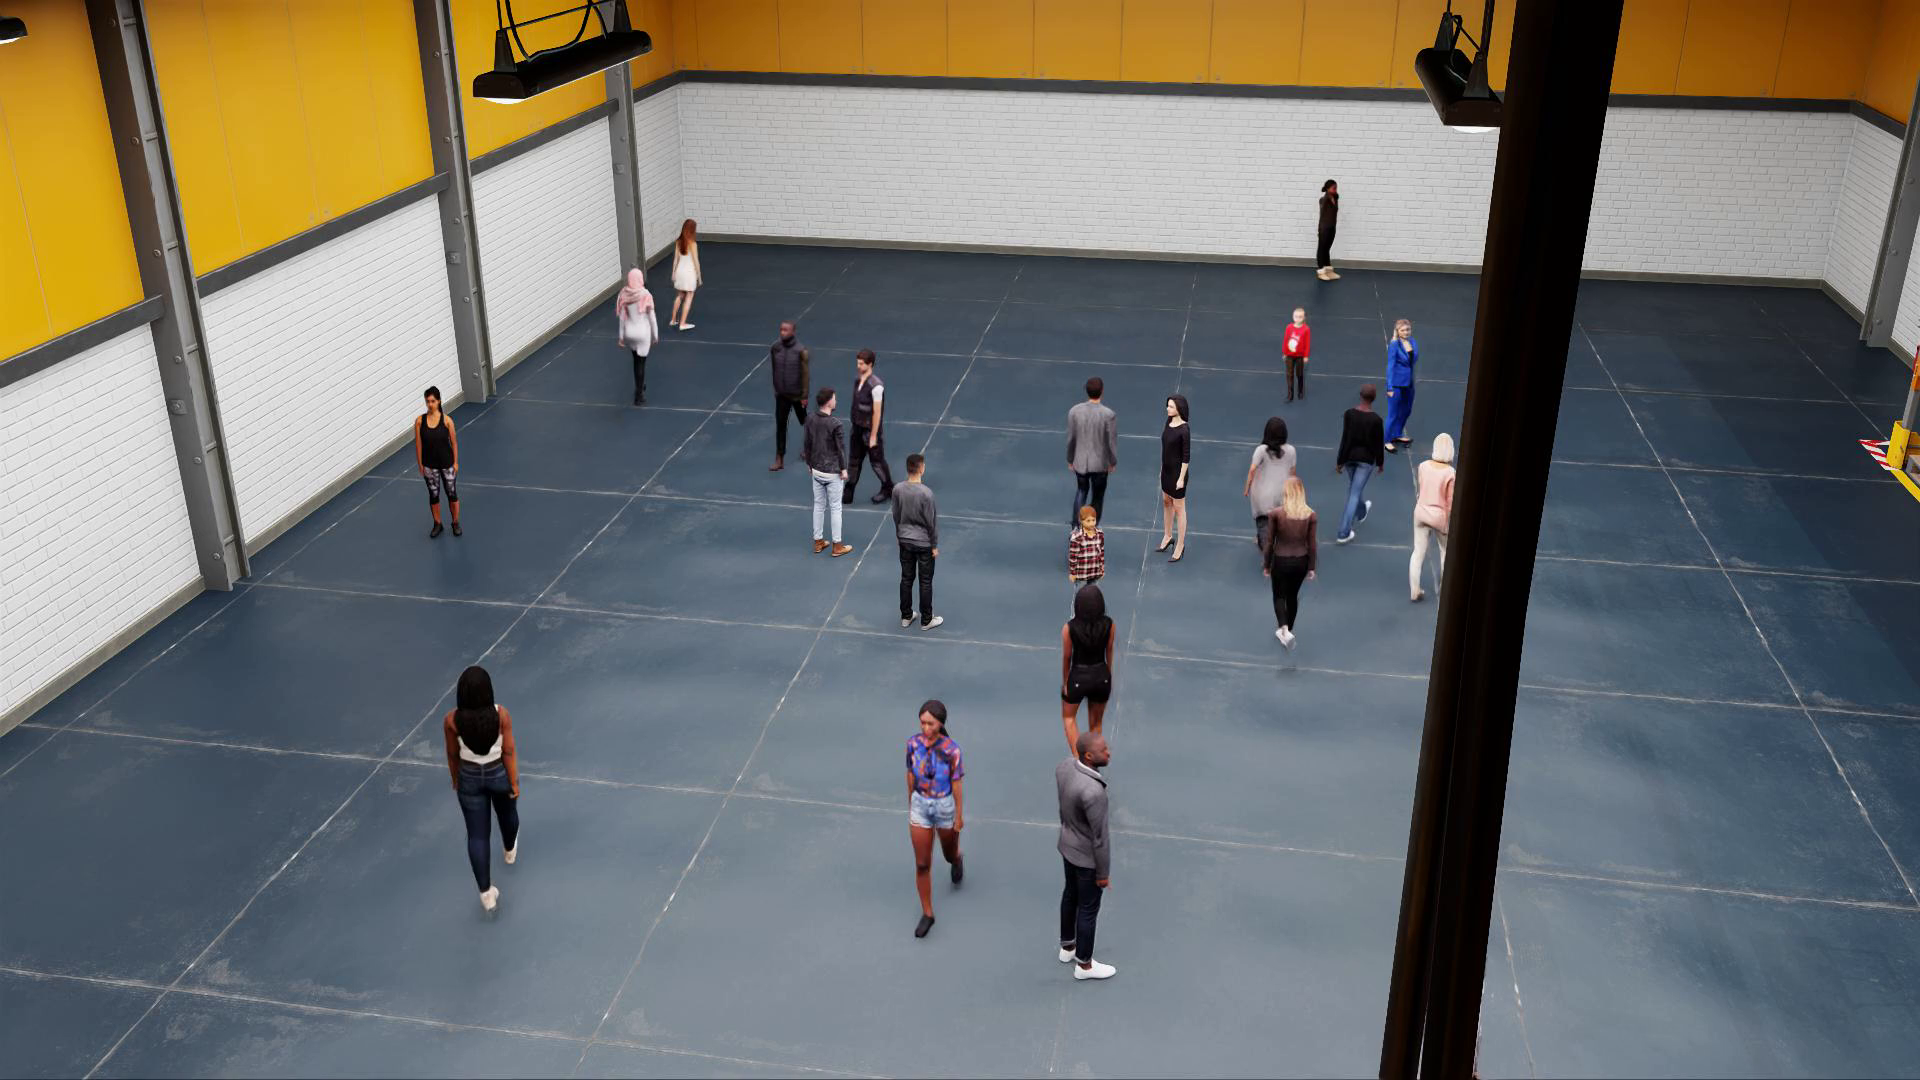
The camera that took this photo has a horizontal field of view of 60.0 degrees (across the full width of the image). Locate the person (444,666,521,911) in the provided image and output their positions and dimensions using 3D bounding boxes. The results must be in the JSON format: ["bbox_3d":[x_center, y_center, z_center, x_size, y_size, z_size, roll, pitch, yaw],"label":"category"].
[{"bbox_3d":[-3.388,1.782,11.845,0.921,1.769,1.240,-4,24,-8],"label":"person"}]

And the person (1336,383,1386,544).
[{"bbox_3d":[4.238,-0.792,17.815,0.972,1.703,1.206,17,29,34],"label":"person"}]

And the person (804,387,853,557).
[{"bbox_3d":[-1.402,-0.724,17.493,0.721,1.836,0.668,13,27,28],"label":"person"}]

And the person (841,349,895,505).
[{"bbox_3d":[-0.968,-1.267,18.753,1.130,1.822,1.051,-17,29,-34],"label":"person"}]

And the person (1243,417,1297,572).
[{"bbox_3d":[3.220,-0.448,17.190,0.905,1.574,1.122,-6,24,-12],"label":"person"}]

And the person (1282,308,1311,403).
[{"bbox_3d":[4.499,-2.489,22.231,0.558,1.275,0.617,10,26,22],"label":"person"}]

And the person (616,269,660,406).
[{"bbox_3d":[-4.284,-2.657,21.988,0.658,1.778,0.825,3,24,7],"label":"person"}]

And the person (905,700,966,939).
[{"bbox_3d":[-0.143,1.886,11.673,0.652,1.716,1.059,7,25,15],"label":"person"}]

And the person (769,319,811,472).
[{"bbox_3d":[-1.957,-1.758,19.912,0.920,1.793,1.242,11,26,24],"label":"person"}]

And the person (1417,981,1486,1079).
[{"bbox_3d":[2.662,2.947,9.109,0.878,1.825,1.010,-7,25,-15],"label":"person"}]

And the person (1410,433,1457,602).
[{"bbox_3d":[4.633,-0.193,16.461,0.880,1.689,1.085,18,29,35],"label":"person"}]

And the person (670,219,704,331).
[{"bbox_3d":[-4.200,-4.002,25.198,0.766,1.672,0.780,10,26,22],"label":"person"}]

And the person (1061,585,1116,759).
[{"bbox_3d":[1.038,1.193,13.243,0.716,1.727,0.790,-4,24,-8],"label":"person"}]

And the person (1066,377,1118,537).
[{"bbox_3d":[1.376,-0.779,17.594,0.757,1.857,0.743,10,26,22],"label":"person"}]

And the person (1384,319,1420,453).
[{"bbox_3d":[5.401,-1.901,20.377,0.839,1.682,0.907,-21,31,-40],"label":"person"}]

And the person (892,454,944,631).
[{"bbox_3d":[-0.416,0.015,15.891,0.676,1.766,0.640,12,26,25],"label":"person"}]

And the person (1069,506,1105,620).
[{"bbox_3d":[1.208,0.282,15.853,0.625,1.306,0.664,-10,26,-22],"label":"person"}]

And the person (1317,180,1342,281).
[{"bbox_3d":[6.185,-5.229,28.025,0.768,1.655,0.820,-10,26,-22],"label":"person"}]

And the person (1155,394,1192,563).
[{"bbox_3d":[2.248,-0.663,17.389,0.714,1.807,0.593,-8,25,-19],"label":"person"}]

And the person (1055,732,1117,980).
[{"bbox_3d":[0.815,2.086,11.090,0.858,1.816,0.727,-9,25,-19],"label":"person"}]

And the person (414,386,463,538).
[{"bbox_3d":[-5.643,-0.848,18.005,0.644,1.653,0.630,-4,24,-9],"label":"person"}]

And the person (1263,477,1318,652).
[{"bbox_3d":[3.062,0.275,15.406,0.768,1.677,0.966,1,24,2],"label":"person"}]
